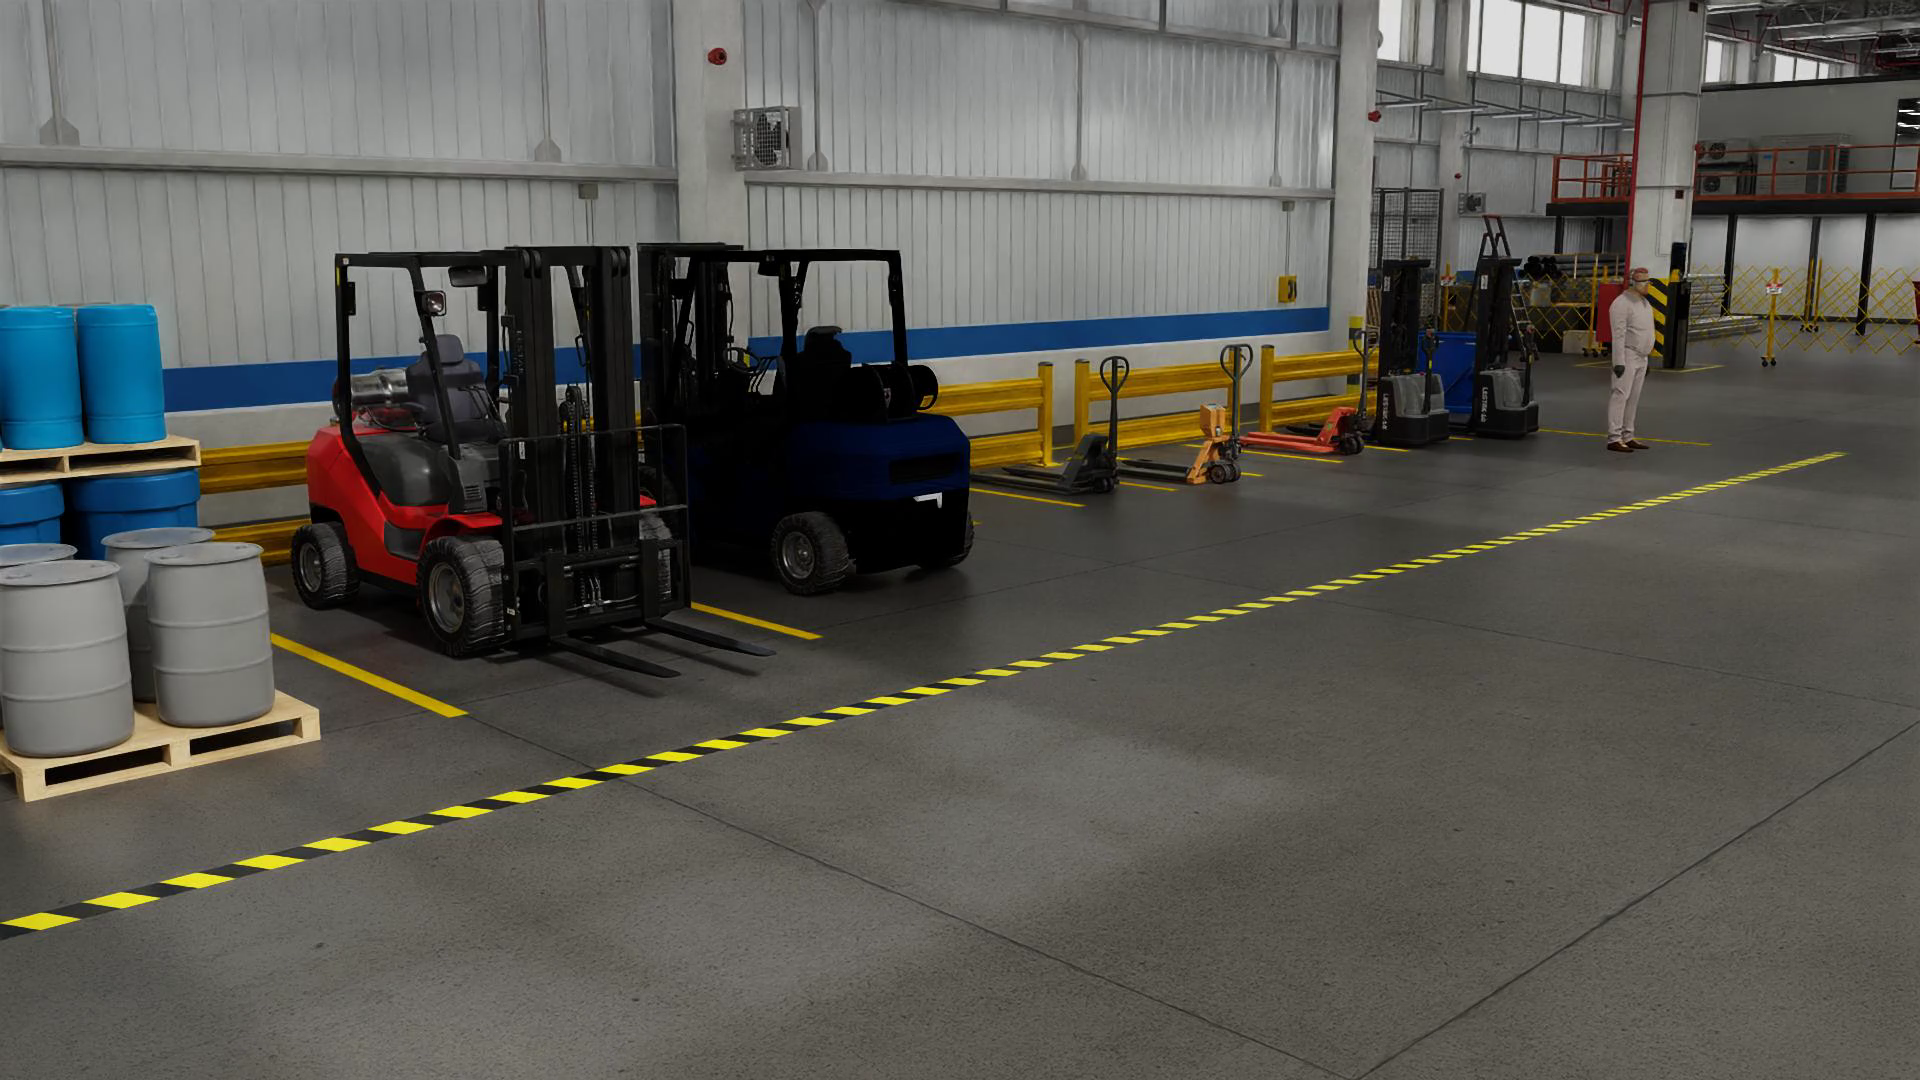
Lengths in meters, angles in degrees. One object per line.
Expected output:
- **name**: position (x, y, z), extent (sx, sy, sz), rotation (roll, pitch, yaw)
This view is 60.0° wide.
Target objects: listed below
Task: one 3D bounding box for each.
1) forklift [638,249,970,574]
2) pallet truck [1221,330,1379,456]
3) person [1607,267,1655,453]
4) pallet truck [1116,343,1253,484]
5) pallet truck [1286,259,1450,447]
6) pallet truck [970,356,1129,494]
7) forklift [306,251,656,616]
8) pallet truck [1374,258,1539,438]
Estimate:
- **forklift**: position (-1.173, -0.958, 11.239), extent (2.680, 1.987, 1.157), rotation (10, 14, 43)
- **pallet truck**: position (3.563, -1.581, 17.381), extent (0.653, 1.274, 1.630), rotation (-10, 14, -44)
- **person**: position (7.008, -1.873, 17.326), extent (0.641, 1.908, 0.407), rotation (-10, 14, -42)
- **pallet truck**: position (1.962, -1.215, 15.415), extent (1.522, 1.261, 0.704), rotation (10, 14, 43)
- **pallet truck**: position (4.493, -2.078, 18.196), extent (0.823, 1.965, 1.885), rotation (-9, 14, -40)
- **pallet truck**: position (0.784, -1.085, 14.876), extent (0.680, 1.201, 1.601), rotation (-10, 14, -44)
- **forklift**: position (-2.833, -0.669, 9.694), extent (1.157, 1.987, 2.680), rotation (-10, 14, -44)
- **pallet truck**: position (5.704, -2.208, 18.901), extent (1.885, 1.965, 0.823), rotation (10, 14, 43)
